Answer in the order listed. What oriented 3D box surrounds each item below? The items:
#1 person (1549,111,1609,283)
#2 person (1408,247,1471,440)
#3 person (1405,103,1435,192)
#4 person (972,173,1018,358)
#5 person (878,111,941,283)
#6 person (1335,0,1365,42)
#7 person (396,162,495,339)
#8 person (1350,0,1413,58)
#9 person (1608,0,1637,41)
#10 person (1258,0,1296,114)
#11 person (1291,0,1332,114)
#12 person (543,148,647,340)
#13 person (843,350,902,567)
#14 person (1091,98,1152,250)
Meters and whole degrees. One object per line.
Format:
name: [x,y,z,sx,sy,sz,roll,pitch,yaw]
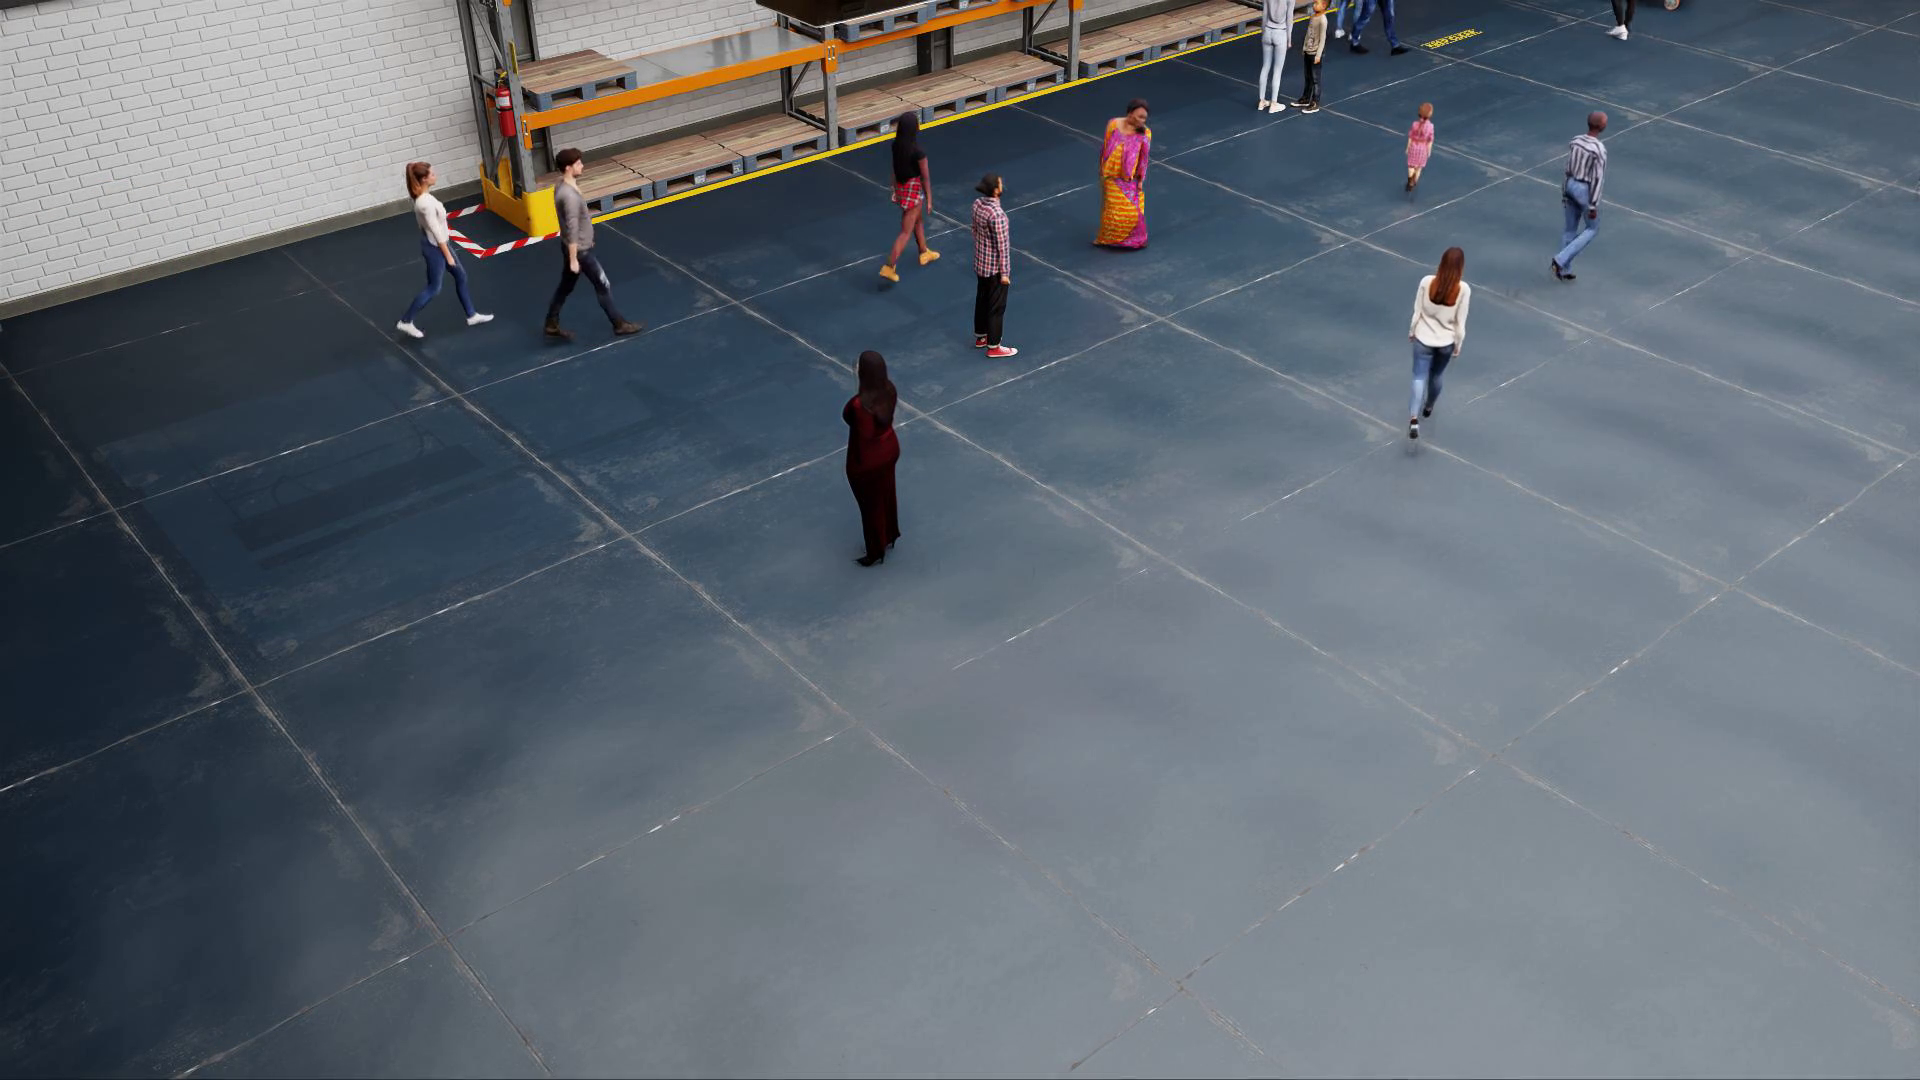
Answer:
person: [6.096,-3.362,16.501,0.769,1.783,0.734,-14,36,-20]
person: [3.987,-1.636,14.009,0.966,1.667,1.178,12,35,17]
person: [5.177,-4.421,18.789,0.529,1.014,0.587,7,34,11]
person: [0.293,-2.540,15.286,0.680,1.760,0.736,-17,37,-24]
person: [-0.549,-3.398,16.640,0.693,1.689,1.188,28,43,35]
person: [5.555,-7.851,23.391,0.698,1.633,0.654,23,40,30]
person: [-4.985,-2.669,15.549,1.206,1.683,0.897,-10,35,-14]
person: [5.611,-7.523,22.708,0.822,1.842,1.085,28,43,35]
person: [9.508,-7.910,23.358,0.615,1.766,0.767,-13,36,-19]
person: [3.962,-6.292,20.897,0.620,1.796,0.559,26,41,33]
person: [4.485,-6.163,21.002,0.612,1.465,0.610,-11,35,-16]
person: [-3.632,-2.670,15.392,1.299,1.858,1.009,-10,35,-14]
person: [-0.633,-0.620,12.399,0.815,1.758,0.700,13,36,18]
person: [1.653,-3.840,17.327,0.868,1.665,0.866,21,39,29]
